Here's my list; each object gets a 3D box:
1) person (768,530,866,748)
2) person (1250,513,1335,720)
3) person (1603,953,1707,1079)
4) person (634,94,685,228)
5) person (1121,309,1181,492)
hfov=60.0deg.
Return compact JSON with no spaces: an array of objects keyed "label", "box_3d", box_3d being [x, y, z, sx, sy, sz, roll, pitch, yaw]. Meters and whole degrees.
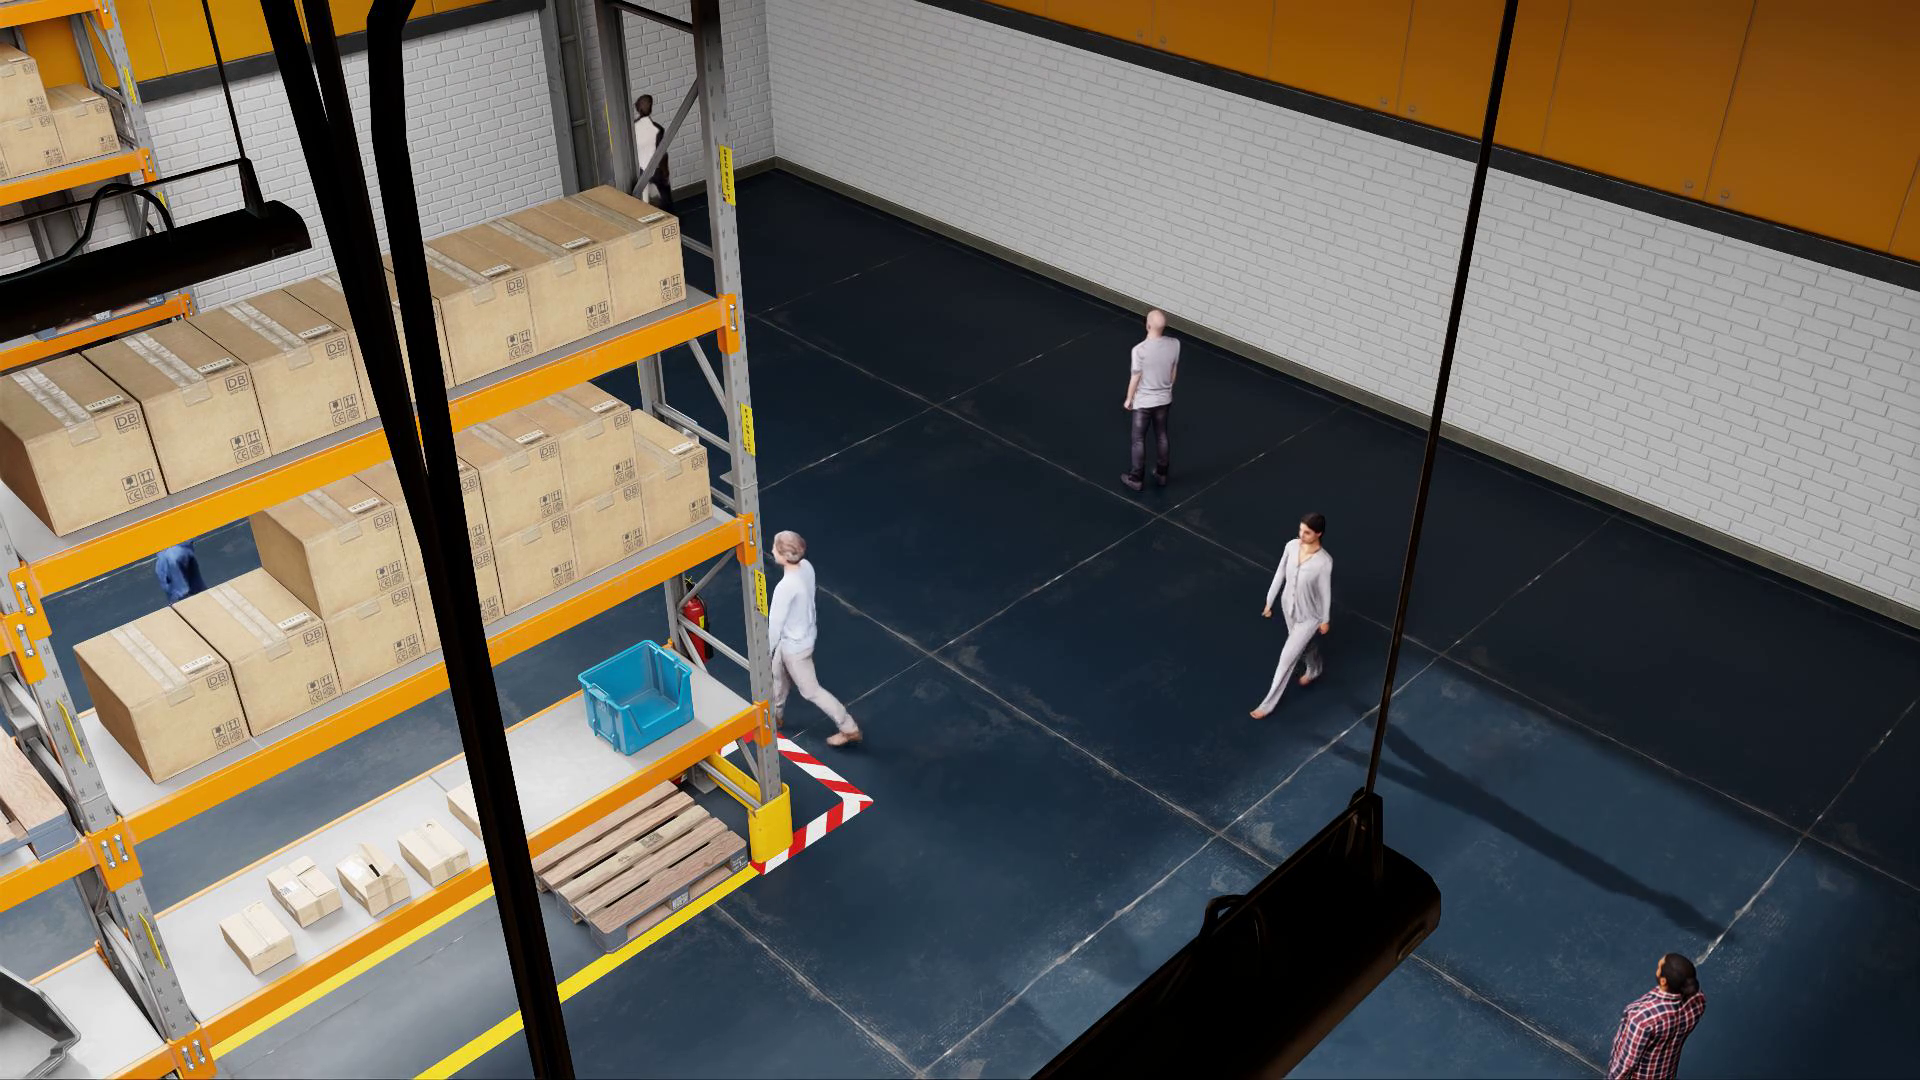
[{"label":"person","box_3d":[-1.129,0.787,12.351,1.176,1.850,1.241,5,34,8]},{"label":"person","box_3d":[2.695,0.522,12.865,1.115,1.724,0.693,-24,41,-32]},{"label":"person","box_3d":[3.777,2.922,9.220,0.636,1.761,0.822,-17,37,-24]},{"label":"person","box_3d":[-3.796,-4.416,20.174,1.072,1.856,1.220,7,34,11]},{"label":"person","box_3d":[1.787,-1.305,15.514,0.651,1.833,0.795,-15,36,-21]}]
